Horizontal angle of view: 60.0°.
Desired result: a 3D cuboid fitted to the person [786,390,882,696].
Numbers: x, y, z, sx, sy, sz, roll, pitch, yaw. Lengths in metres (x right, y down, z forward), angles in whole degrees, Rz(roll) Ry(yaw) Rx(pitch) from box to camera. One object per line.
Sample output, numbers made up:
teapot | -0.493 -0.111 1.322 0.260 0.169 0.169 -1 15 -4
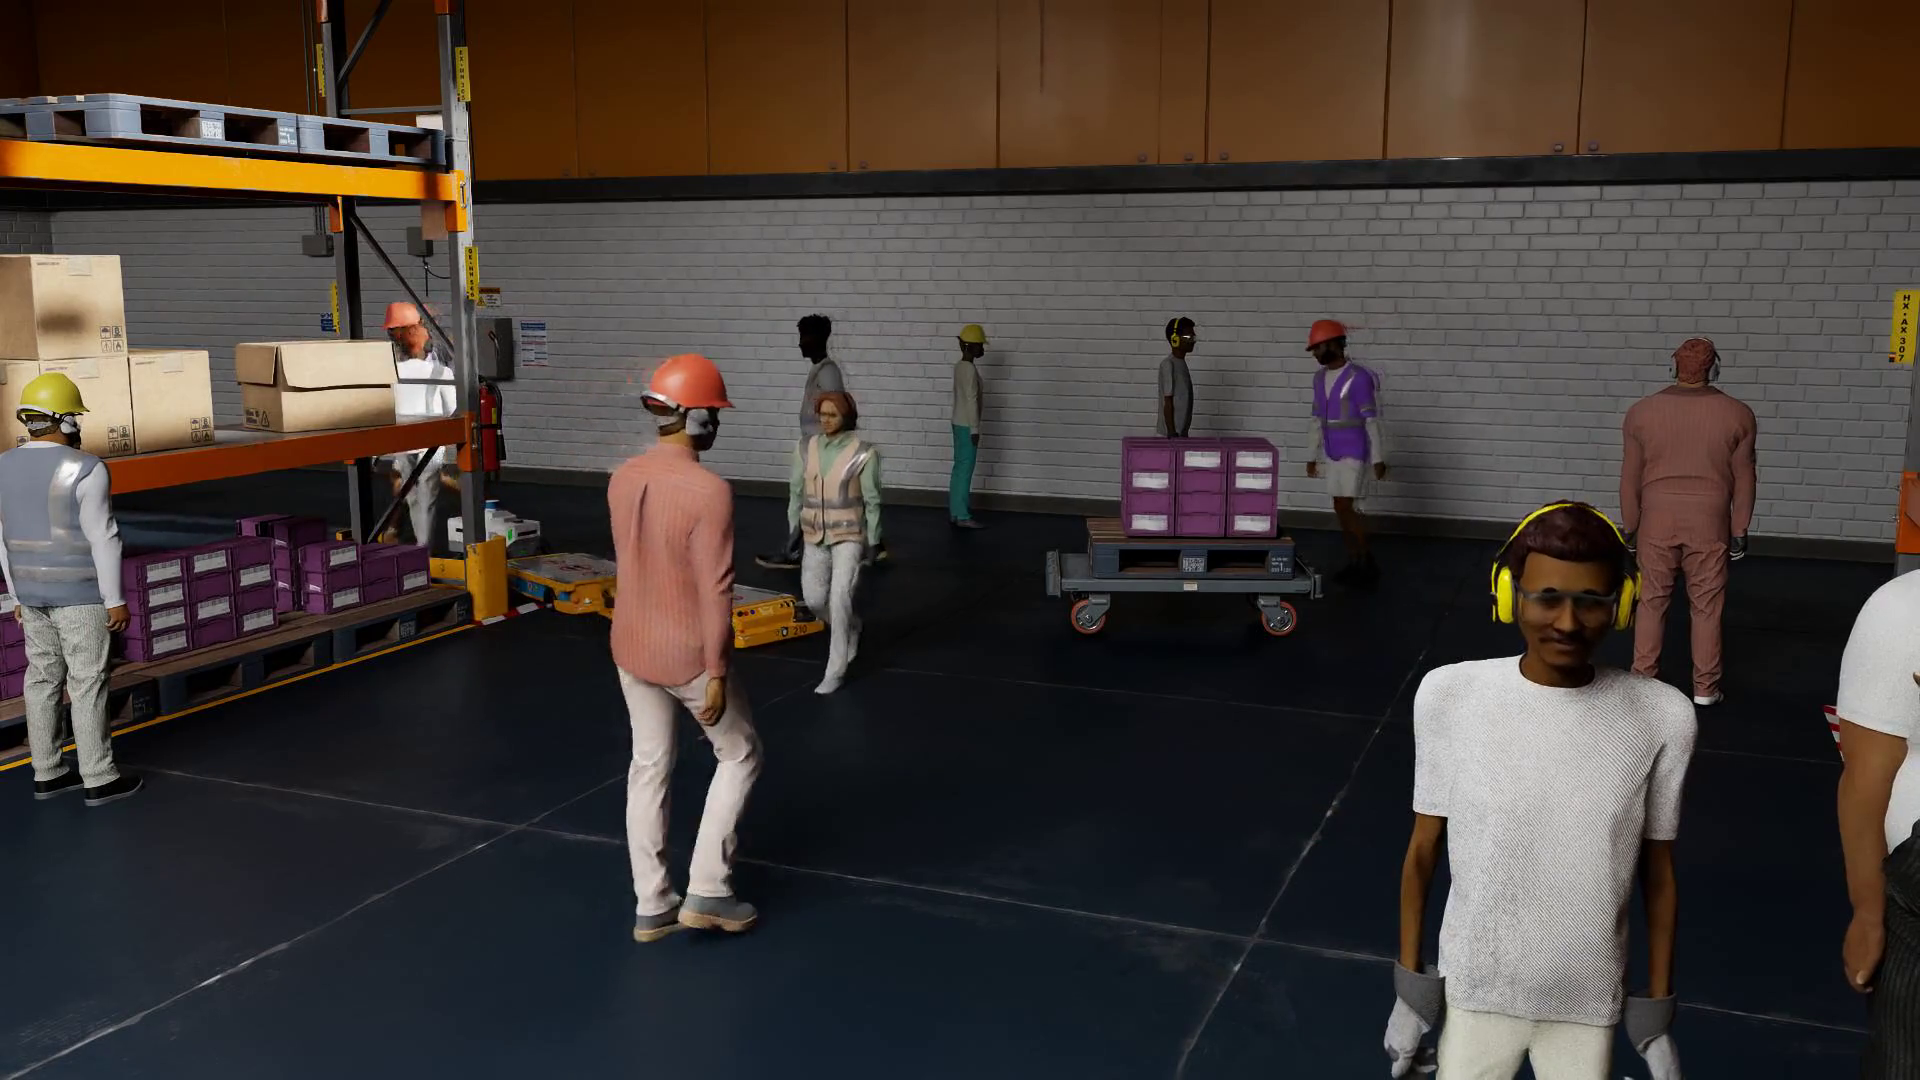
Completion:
person | -0.645 -0.012 8.977 0.529 1.618 0.617 4 10 25

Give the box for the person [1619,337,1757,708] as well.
person | 3.733 -0.086 8.568 0.642 1.909 0.408 4 10 25

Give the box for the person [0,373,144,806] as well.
person | -3.770 0.212 7.024 0.589 1.827 0.403 3 10 18

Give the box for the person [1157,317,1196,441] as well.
person | 1.714 -0.807 13.047 0.328 1.872 0.510 3 10 18

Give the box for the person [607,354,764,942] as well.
person | -0.921 0.370 5.587 0.631 1.973 0.514 7 12 36

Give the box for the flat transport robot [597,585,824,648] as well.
flat transport robot | -1.575 0.428 10.398 1.431 0.197 0.652 8 13 41

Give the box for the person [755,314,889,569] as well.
person | -0.998 -0.729 12.471 1.000 1.919 0.647 -1 9 -6

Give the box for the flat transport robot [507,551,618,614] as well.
flat transport robot | -2.666 0.272 11.343 0.652 0.197 1.431 -8 12 -40

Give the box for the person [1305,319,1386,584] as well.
person | 2.722 -0.620 11.840 0.562 1.889 0.561 -4 10 -22

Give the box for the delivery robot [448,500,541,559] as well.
delivery robot | -3.409 -0.051 12.157 0.707 0.478 0.477 6 11 32

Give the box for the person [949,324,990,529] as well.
person | 0.088 -0.983 14.433 0.328 1.765 0.532 -2 10 -12

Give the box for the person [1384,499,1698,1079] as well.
person | 1.041 0.851 3.012 0.521 1.869 0.328 2 10 14

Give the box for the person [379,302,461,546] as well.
person | -4.242 -0.902 13.270 1.021 2.002 0.621 -3 10 -20

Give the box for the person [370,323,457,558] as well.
person | -3.985 -0.680 12.358 0.695 1.830 0.946 0 9 1
